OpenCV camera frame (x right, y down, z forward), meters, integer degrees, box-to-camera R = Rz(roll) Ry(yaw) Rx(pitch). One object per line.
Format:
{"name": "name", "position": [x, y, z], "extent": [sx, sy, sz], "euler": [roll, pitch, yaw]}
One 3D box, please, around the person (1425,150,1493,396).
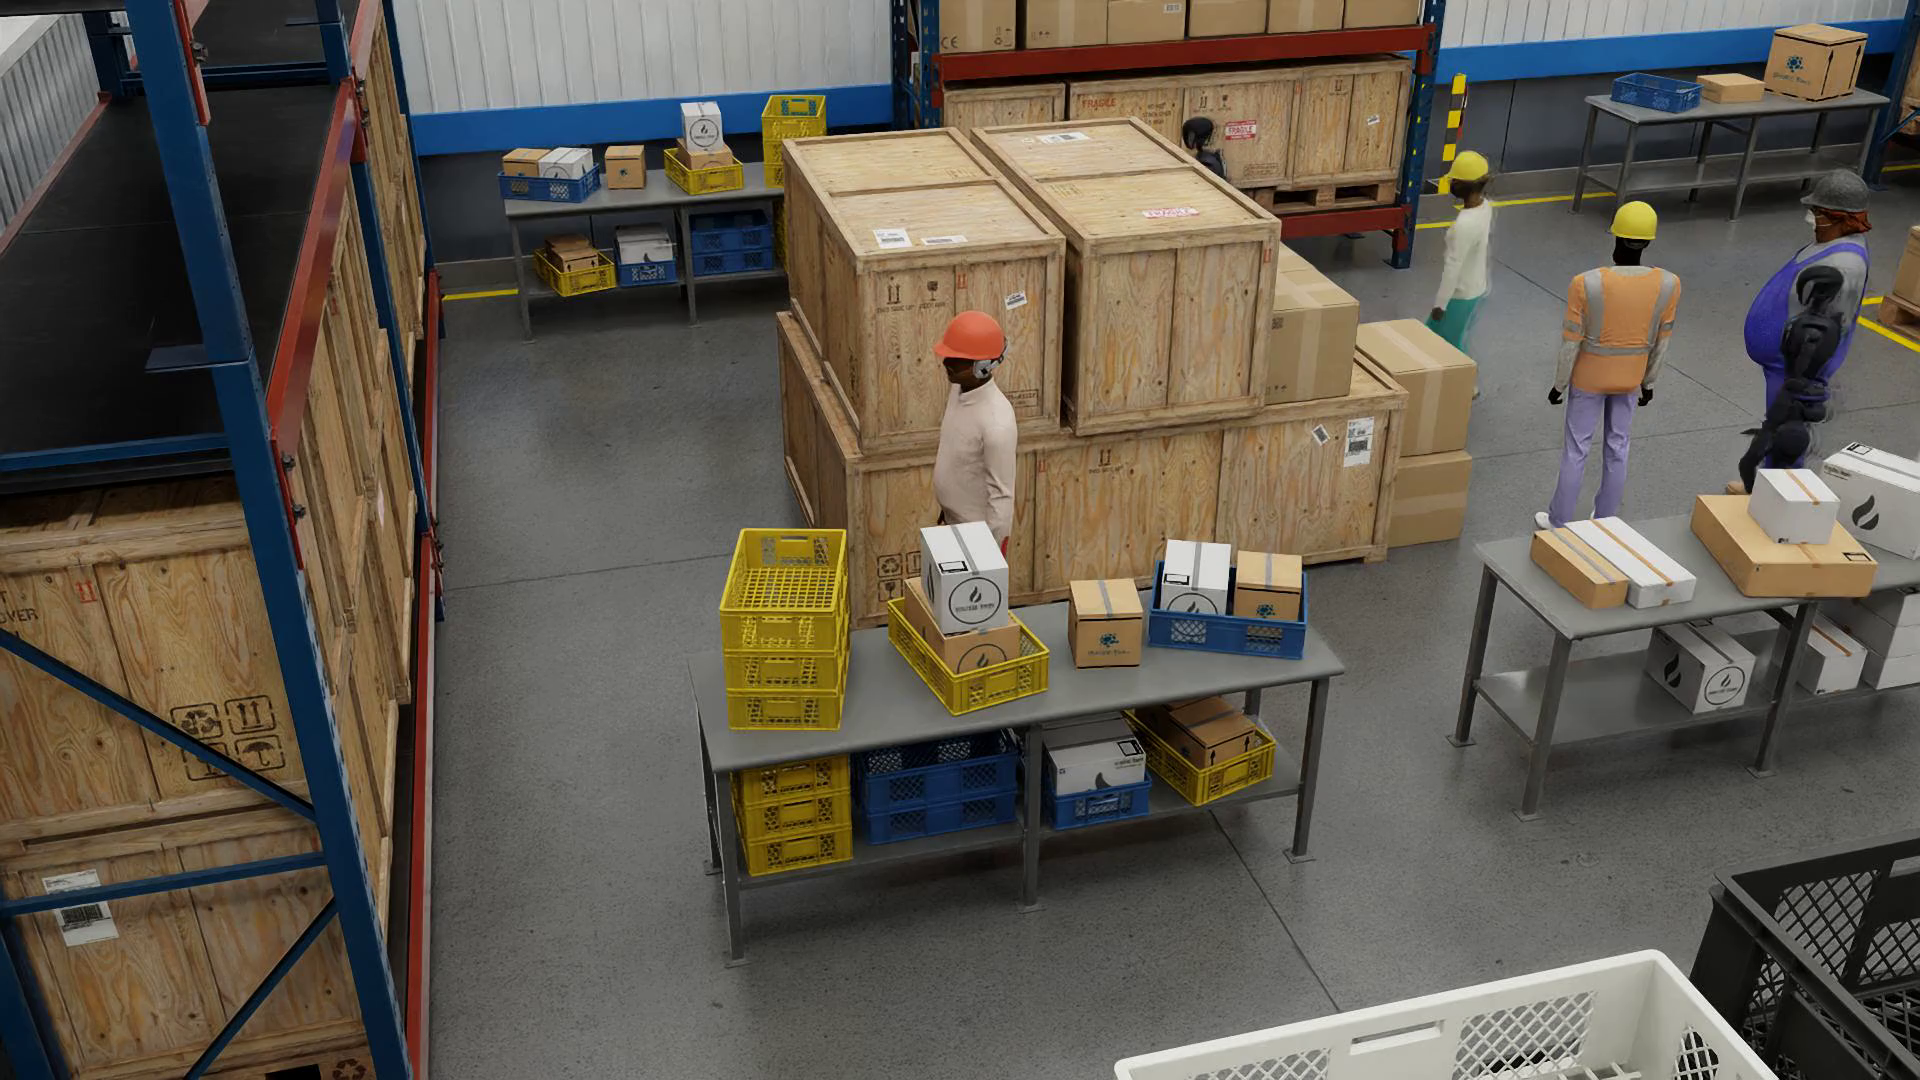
{"name": "person", "position": [3.097, -1.565, 10.420], "extent": [0.376, 1.749, 0.538], "euler": [14, 32, 23]}

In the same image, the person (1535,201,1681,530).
{"name": "person", "position": [3.494, -0.887, 9.008], "extent": [0.586, 1.927, 0.360], "euler": [-1, 29, -1]}

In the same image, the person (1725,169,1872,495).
{"name": "person", "position": [4.593, -1.042, 9.174], "extent": [0.538, 2.000, 0.682], "euler": [13, 31, 22]}

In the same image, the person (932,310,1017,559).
{"name": "person", "position": [0.054, -0.092, 7.493], "extent": [0.376, 1.997, 0.610], "euler": [-10, 30, -17]}

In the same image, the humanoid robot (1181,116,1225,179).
{"name": "humanoid robot", "position": [1.749, -2.113, 11.502], "extent": [0.522, 1.636, 0.617], "euler": [4, 29, 8]}

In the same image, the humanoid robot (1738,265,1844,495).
{"name": "humanoid robot", "position": [4.382, -0.674, 8.884], "extent": [0.432, 1.651, 0.591], "euler": [11, 31, 19]}
